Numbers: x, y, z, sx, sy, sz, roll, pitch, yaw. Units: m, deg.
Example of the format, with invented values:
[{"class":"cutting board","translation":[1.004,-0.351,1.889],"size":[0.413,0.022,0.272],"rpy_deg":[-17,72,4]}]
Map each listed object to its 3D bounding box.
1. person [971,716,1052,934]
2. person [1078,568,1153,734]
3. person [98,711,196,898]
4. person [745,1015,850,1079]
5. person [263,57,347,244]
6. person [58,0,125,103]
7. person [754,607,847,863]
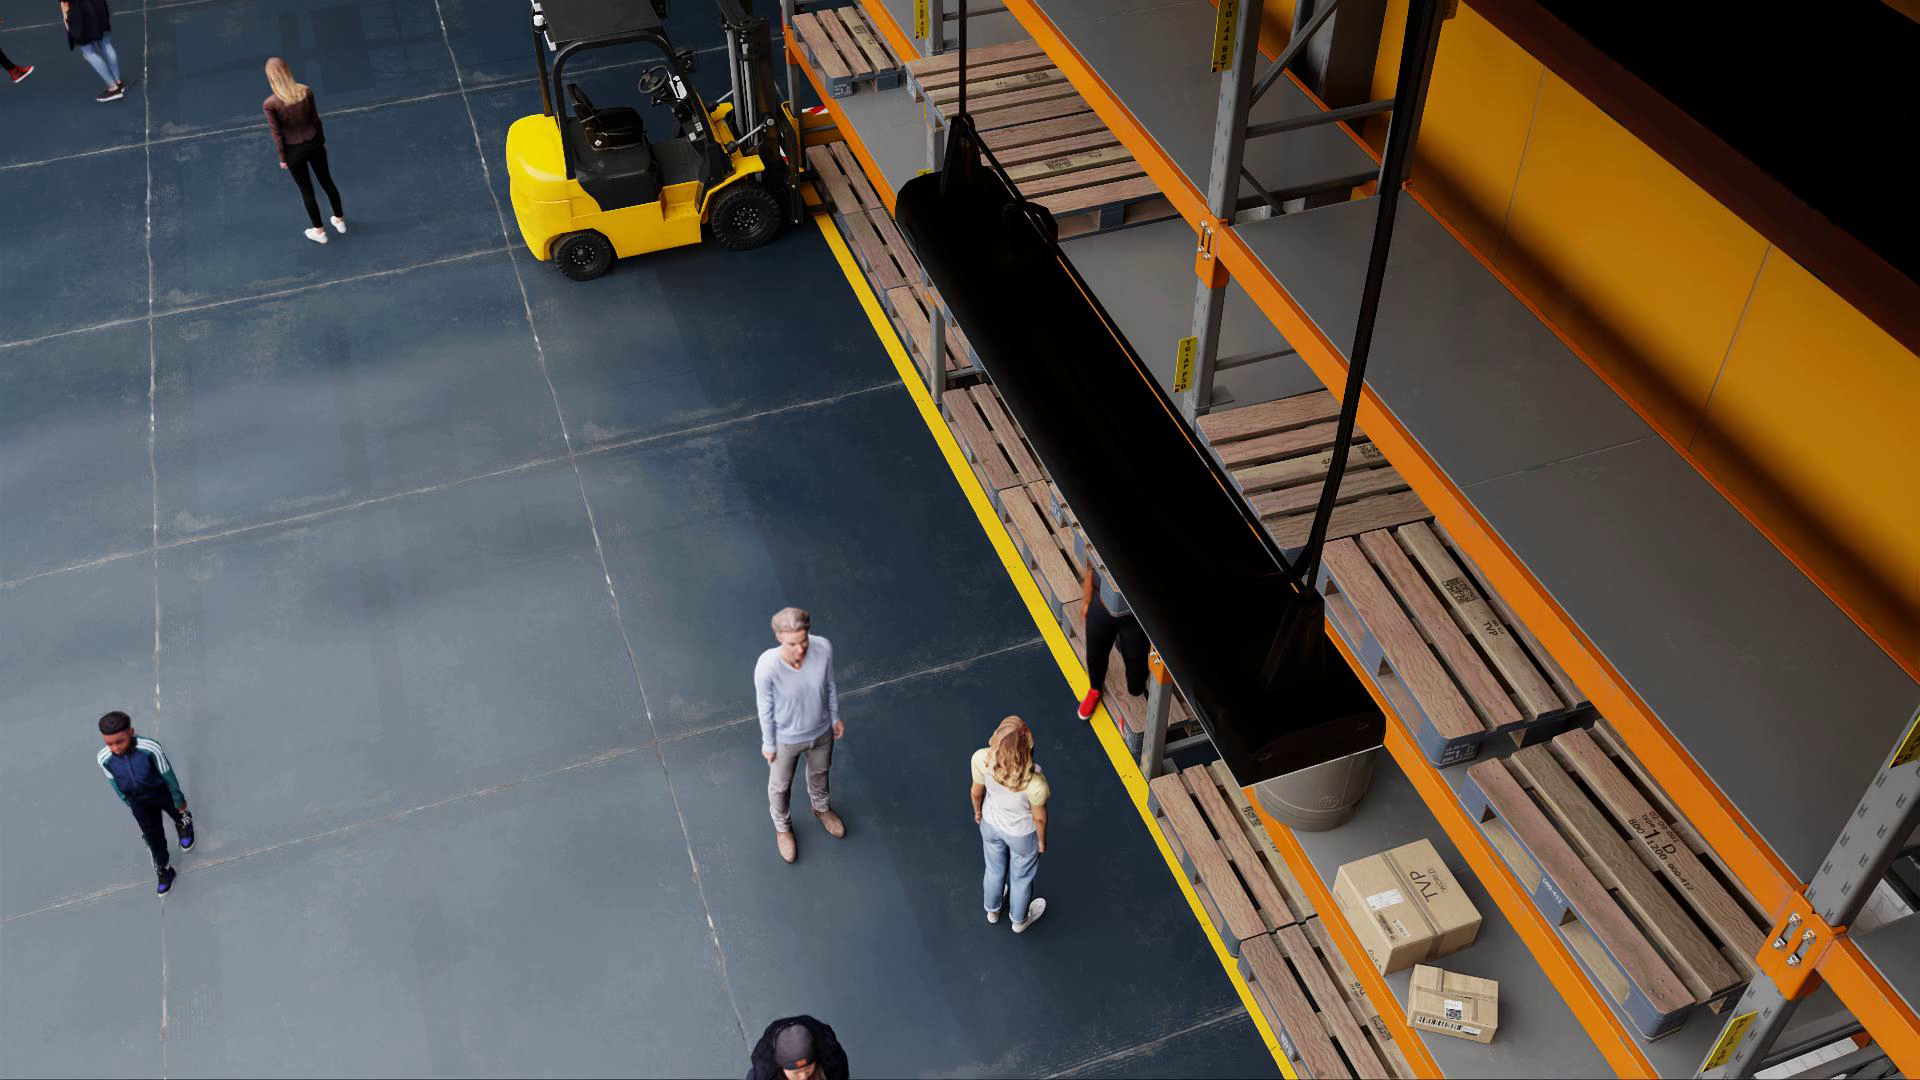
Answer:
[{"class":"person","translation":[0.280,1.572,9.118],"size":[0.697,1.723,0.767],"rpy_deg":[20,47,20]},{"class":"person","translation":[0.998,0.440,10.240],"size":[0.772,1.815,0.828],"rpy_deg":[17,46,17]},{"class":"person","translation":[-4.695,1.395,9.660],"size":[0.547,1.233,0.824],"rpy_deg":[-12,45,-12]},{"class":"person","translation":[-0.748,2.763,7.904],"size":[0.687,1.675,0.660],"rpy_deg":[-18,47,-18]},{"class":"person","translation":[-5.647,-3.356,14.305],"size":[0.666,1.705,0.677],"rpy_deg":[32,52,29]},{"class":"person","translation":[-8.484,-5.144,16.196],"size":[0.827,1.683,0.745],"rpy_deg":[25,49,24]},{"class":"person","translation":[-0.923,1.075,9.517],"size":[0.698,1.893,0.629],"rpy_deg":[-22,48,-21]}]
